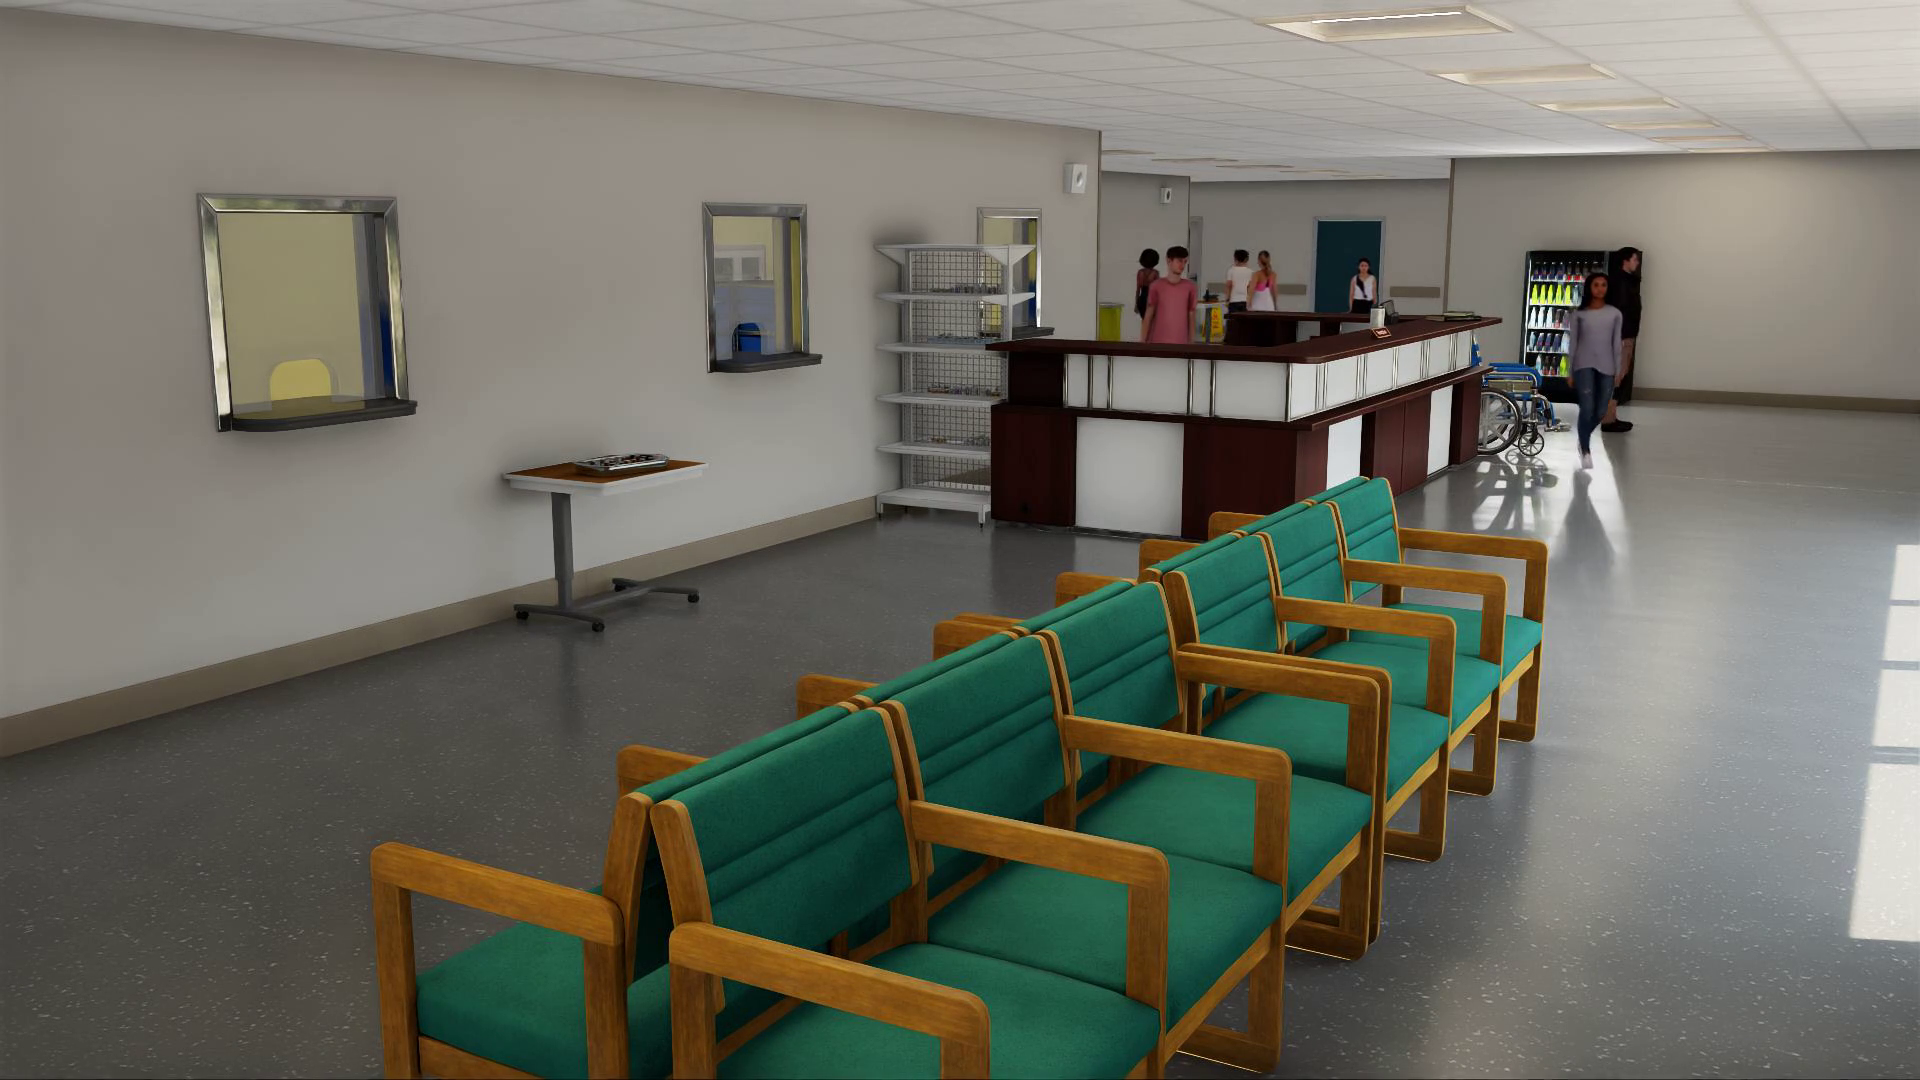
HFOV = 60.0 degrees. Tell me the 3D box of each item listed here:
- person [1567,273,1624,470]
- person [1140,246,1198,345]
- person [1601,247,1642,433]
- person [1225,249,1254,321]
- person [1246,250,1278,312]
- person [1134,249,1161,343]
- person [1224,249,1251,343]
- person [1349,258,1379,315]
[{"bbox_3d":[5.646,-1.505,14.857,1.086,1.712,0.932,2,11,9],"label":"person"},{"bbox_3d":[1.974,-1.801,15.882,1.270,1.912,1.139,1,11,6],"label":"person"},{"bbox_3d":[6.943,-2.114,17.496,0.602,1.924,0.716,5,12,24],"label":"person"},{"bbox_3d":[4.820,-4.148,28.702,0.723,1.712,0.811,-1,11,-4],"label":"person"},{"bbox_3d":[4.386,-3.216,23.788,0.996,1.743,1.227,-6,12,-29],"label":"person"},{"bbox_3d":[2.854,-3.546,25.537,1.035,1.740,0.703,7,13,34],"label":"person"},{"bbox_3d":[4.971,-4.325,29.793,1.044,1.684,0.643,7,13,34],"label":"person"},{"bbox_3d":[6.223,-3.515,25.721,1.038,1.611,0.918,1,11,3],"label":"person"}]
